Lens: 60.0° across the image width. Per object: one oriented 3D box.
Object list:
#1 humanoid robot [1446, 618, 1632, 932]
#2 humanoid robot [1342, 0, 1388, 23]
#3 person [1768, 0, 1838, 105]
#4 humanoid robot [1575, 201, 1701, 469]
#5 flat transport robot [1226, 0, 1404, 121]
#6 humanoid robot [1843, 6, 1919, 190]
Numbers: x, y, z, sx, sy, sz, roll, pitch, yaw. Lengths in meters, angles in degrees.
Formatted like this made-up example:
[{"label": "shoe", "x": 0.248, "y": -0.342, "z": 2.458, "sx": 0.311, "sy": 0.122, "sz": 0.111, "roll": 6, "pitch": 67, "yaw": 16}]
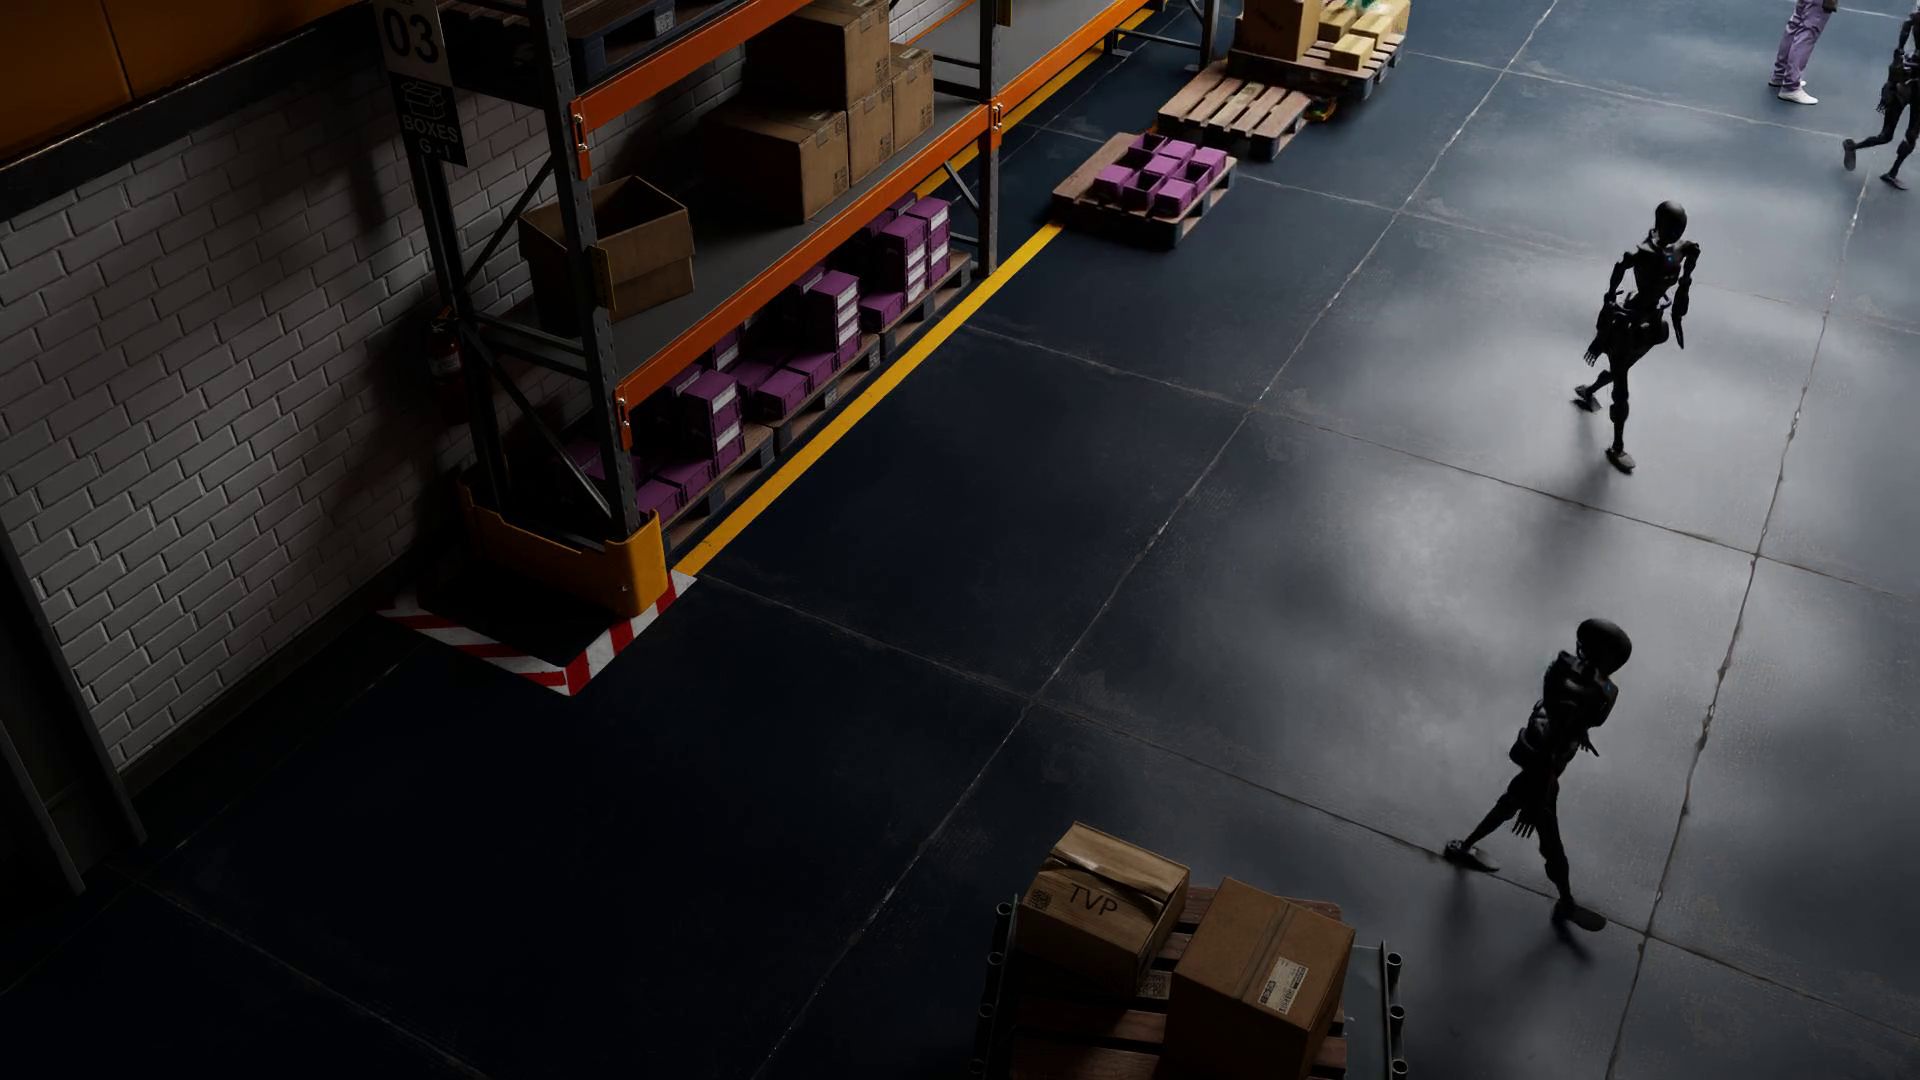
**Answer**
[{"label": "humanoid robot", "x": 2.533, "y": 0.924, "z": 6.971, "sx": 0.748, "sy": 1.621, "sz": 0.619, "roll": 23, "pitch": 44, "yaw": 26}, {"label": "humanoid robot", "x": 3.396, "y": -4.750, "z": 13.988, "sx": 0.536, "sy": 1.791, "sz": 0.771, "roll": -4, "pitch": 39, "yaw": -5}, {"label": "person", "x": 7.084, "y": -4.550, "z": 13.603, "sx": 0.409, "sy": 1.901, "sz": 0.638, "roll": 6, "pitch": 39, "yaw": 8}, {"label": "humanoid robot", "x": 3.968, "y": -1.282, "z": 9.750, "sx": 0.609, "sy": 1.627, "sz": 0.828, "roll": -10, "pitch": 40, "yaw": -12}, {"label": "flat transport robot", "x": 3.036, "y": -3.964, "z": 14.175, "sx": 0.659, "sy": 0.231, "sz": 1.431, "roll": 19, "pitch": 42, "yaw": 22}, {"label": "humanoid robot", "x": 7.128, "y": -3.466, "z": 12.438, "sx": 0.585, "sy": 1.643, "sz": 0.524, "roll": -12, "pitch": 40, "yaw": -15}]
